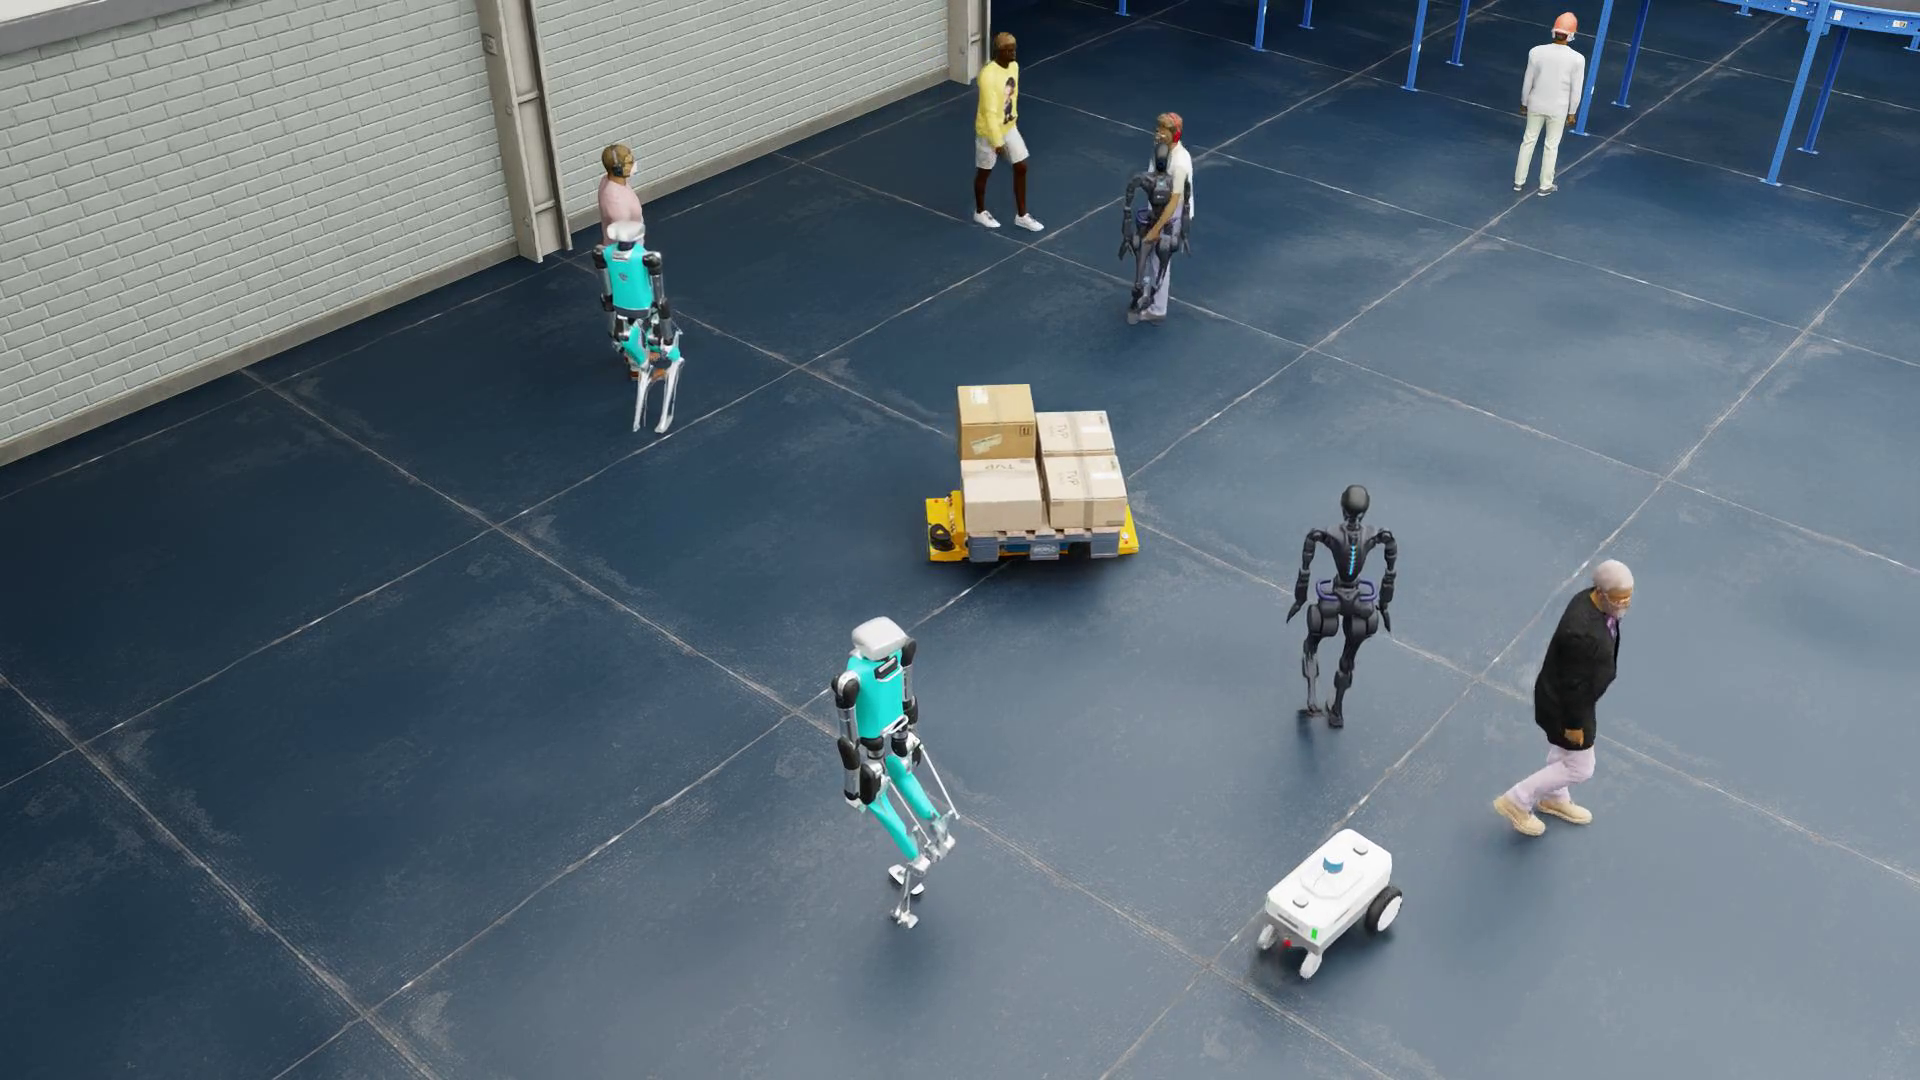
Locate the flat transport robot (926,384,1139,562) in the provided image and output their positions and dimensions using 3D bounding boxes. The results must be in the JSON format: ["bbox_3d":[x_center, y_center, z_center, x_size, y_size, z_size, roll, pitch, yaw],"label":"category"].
[{"bbox_3d":[0.491,-0.134,11.576,1.431,0.231,0.659,-2,36,-3],"label":"flat transport robot"}]

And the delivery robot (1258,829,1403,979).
[{"bbox_3d":[1.903,1.826,8.570,0.765,0.585,0.499,-29,45,-34],"label":"delivery robot"}]

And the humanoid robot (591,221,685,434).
[{"bbox_3d":[-2.302,-1.595,12.372,0.538,1.822,0.670,10,37,13],"label":"humanoid robot"}]

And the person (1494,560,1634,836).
[{"bbox_3d":[3.276,0.848,8.843,0.437,1.840,0.541,16,39,22],"label":"person"}]

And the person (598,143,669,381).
[{"bbox_3d":[-2.580,-2.169,12.996,0.373,1.940,0.629,-10,37,-14],"label":"person"}]

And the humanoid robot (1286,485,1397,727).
[{"bbox_3d":[2.213,0.390,9.623,0.601,1.643,0.375,3,36,4],"label":"humanoid robot"}]

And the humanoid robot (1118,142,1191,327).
[{"bbox_3d":[1.614,-2.514,13.711,0.599,1.646,0.354,-1,35,-2],"label":"humanoid robot"}]

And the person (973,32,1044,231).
[{"bbox_3d":[0.437,-3.695,15.194,0.823,1.866,0.529,29,45,35],"label":"person"}]

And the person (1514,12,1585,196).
[{"bbox_3d":[5.668,-4.185,15.982,0.558,1.753,0.321,23,41,29],"label":"person"}]

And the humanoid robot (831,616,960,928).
[{"bbox_3d":[-0.250,1.244,8.390,0.682,1.822,0.539,25,42,31],"label":"humanoid robot"}]

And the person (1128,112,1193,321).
[{"bbox_3d":[1.663,-2.678,13.806,0.498,1.823,0.587,-11,37,-15],"label":"person"}]
